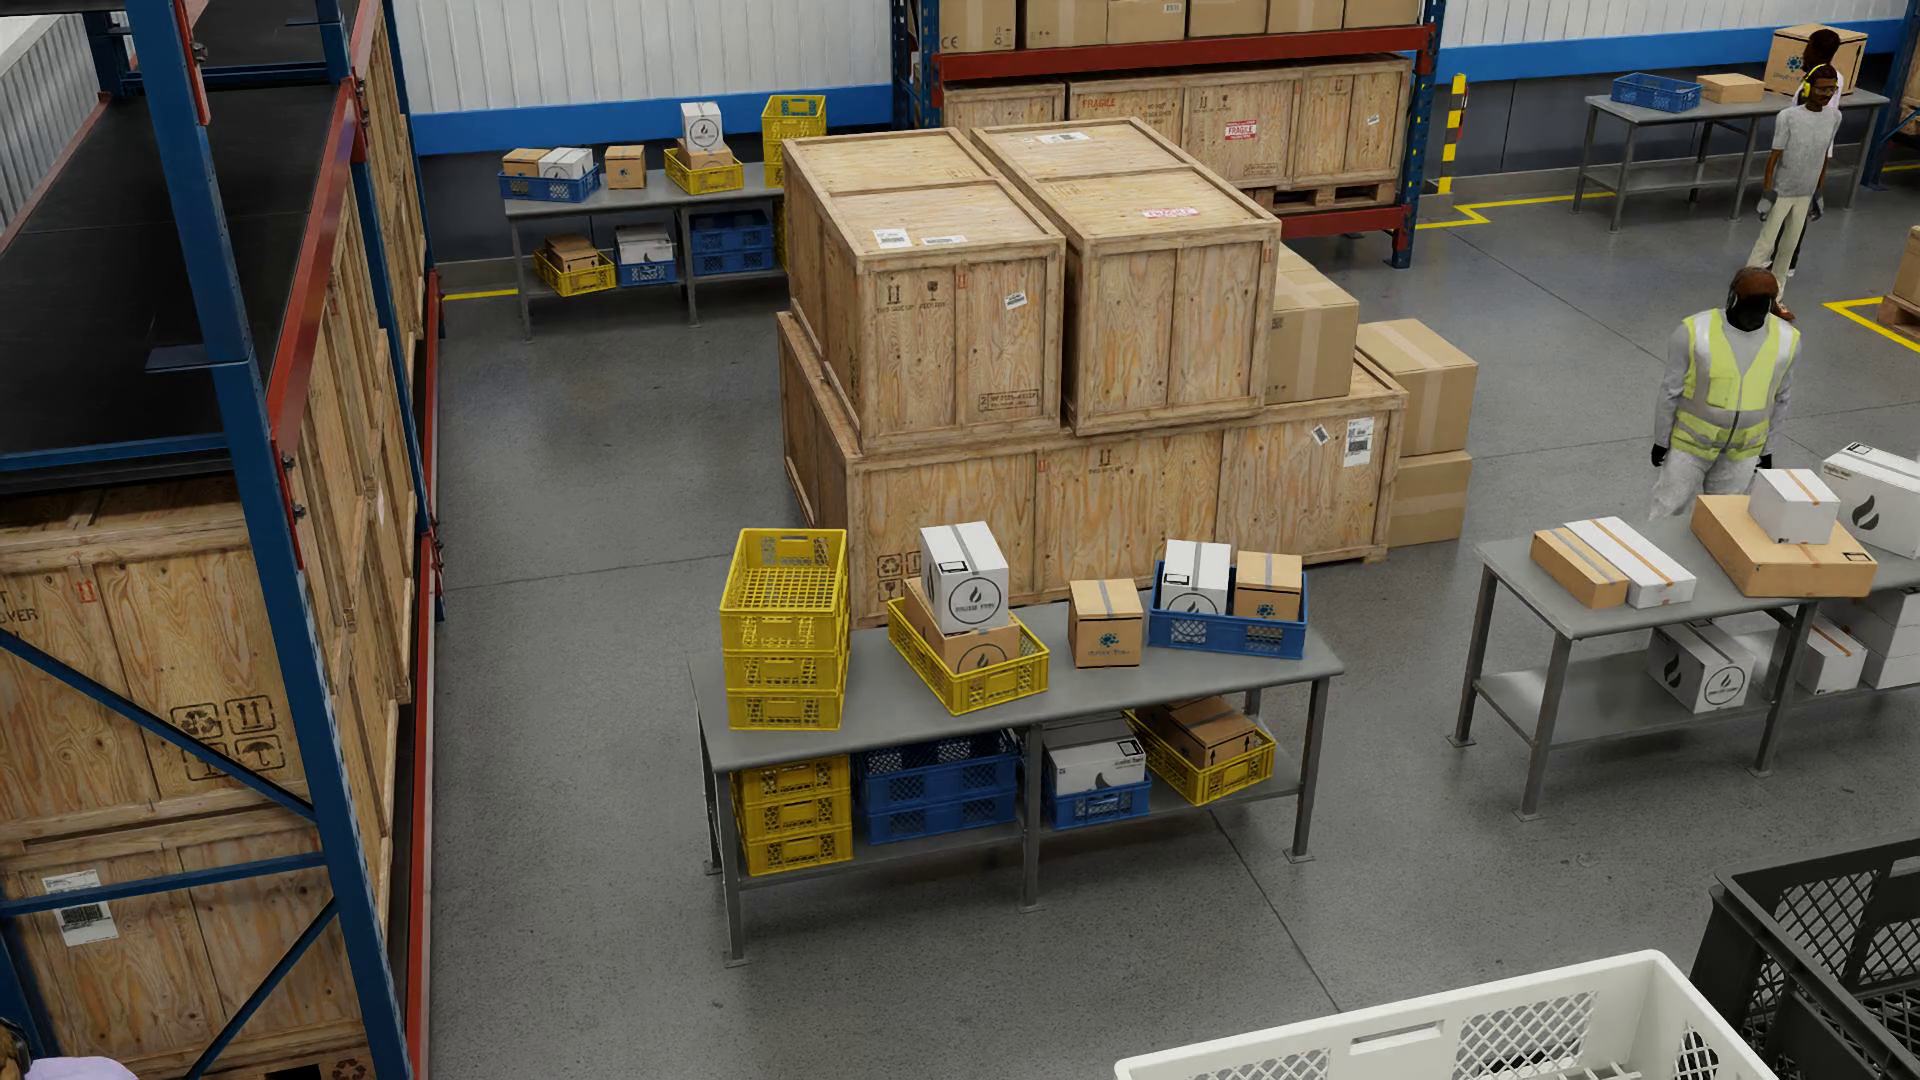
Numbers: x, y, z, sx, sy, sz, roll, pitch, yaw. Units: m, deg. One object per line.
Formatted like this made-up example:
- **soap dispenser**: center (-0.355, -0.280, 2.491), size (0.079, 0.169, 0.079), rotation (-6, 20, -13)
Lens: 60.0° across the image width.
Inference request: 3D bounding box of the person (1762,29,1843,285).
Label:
- **person**: center (6.403, -2.898, 12.656), size (0.368, 1.915, 0.596), rotation (23, 36, 35)

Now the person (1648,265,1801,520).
- **person**: center (3.797, -0.490, 8.361), size (0.627, 1.844, 0.429), rotation (4, 29, 7)

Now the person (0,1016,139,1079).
- **person**: center (-2.171, 1.855, 4.017), size (0.625, 1.933, 0.374), rotation (-22, 36, -34)

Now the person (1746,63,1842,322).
- **person**: center (5.979, -2.470, 11.927), size (0.514, 1.872, 0.328), rotation (-6, 29, -11)
